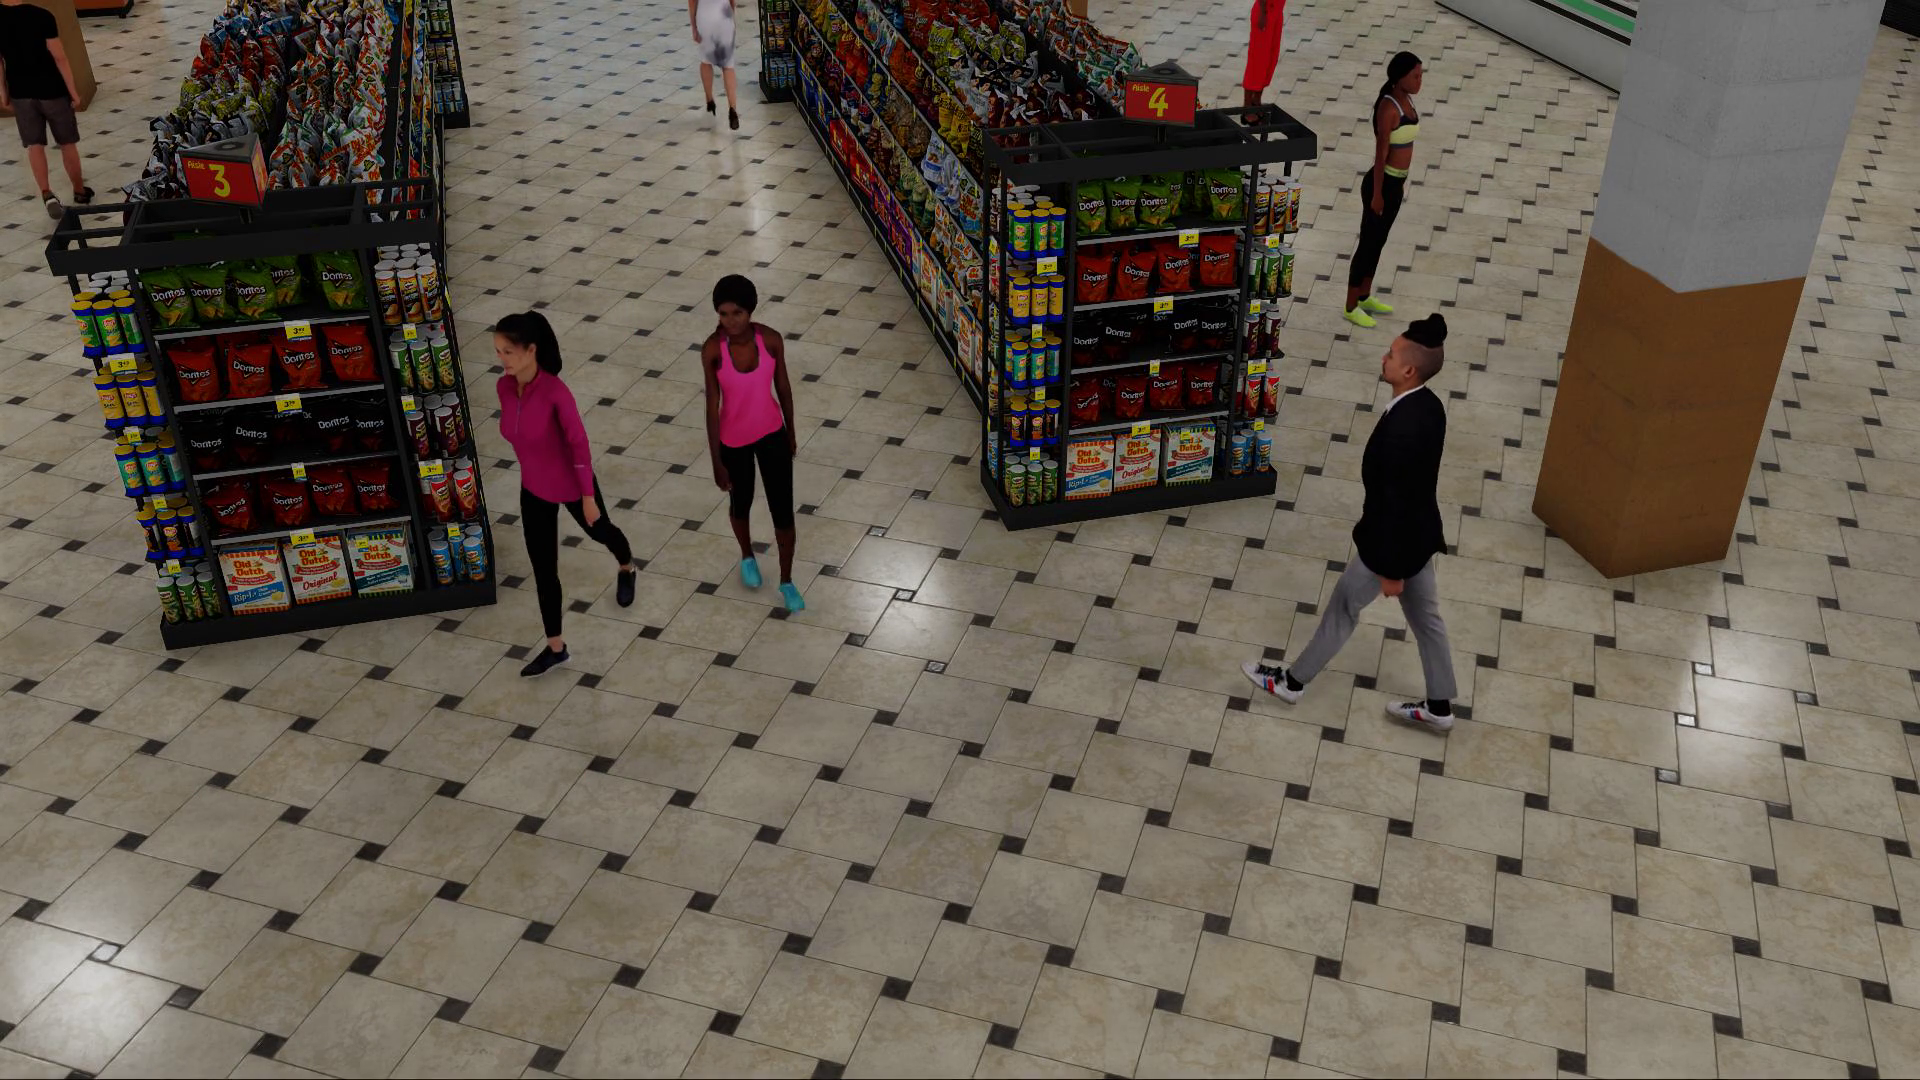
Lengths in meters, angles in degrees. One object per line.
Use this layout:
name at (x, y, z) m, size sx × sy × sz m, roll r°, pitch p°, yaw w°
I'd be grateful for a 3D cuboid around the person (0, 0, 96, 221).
person at (-6.770, -3.255, 12.166) m, size 0.675 × 1.849 × 0.988 m, roll -9°, pitch 33°, yaw -14°

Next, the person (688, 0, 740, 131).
person at (-2.037, -4.297, 13.972) m, size 0.599 × 1.711 × 1.088 m, roll -6°, pitch 32°, yaw -10°

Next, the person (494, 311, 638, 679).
person at (-1.765, -0.265, 7.548) m, size 1.118 × 1.650 × 1.235 m, roll 11°, pitch 34°, yaw 18°

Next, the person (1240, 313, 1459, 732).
person at (1.909, 0.012, 6.869) m, size 1.248 × 1.898 × 1.214 m, roll 15°, pitch 35°, yaw 22°

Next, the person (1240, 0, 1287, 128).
person at (2.605, -4.415, 14.083) m, size 0.729 × 1.792 × 0.677 m, roll 18°, pitch 36°, yaw 27°

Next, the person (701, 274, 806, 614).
person at (-1.009, -0.507, 7.894) m, size 0.585 × 1.697 × 0.782 m, roll -8°, pitch 33°, yaw -13°

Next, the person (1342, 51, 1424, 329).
person at (2.703, -2.249, 10.639) m, size 0.685 × 1.753 × 0.641 m, roll 20°, pitch 37°, yaw 29°
